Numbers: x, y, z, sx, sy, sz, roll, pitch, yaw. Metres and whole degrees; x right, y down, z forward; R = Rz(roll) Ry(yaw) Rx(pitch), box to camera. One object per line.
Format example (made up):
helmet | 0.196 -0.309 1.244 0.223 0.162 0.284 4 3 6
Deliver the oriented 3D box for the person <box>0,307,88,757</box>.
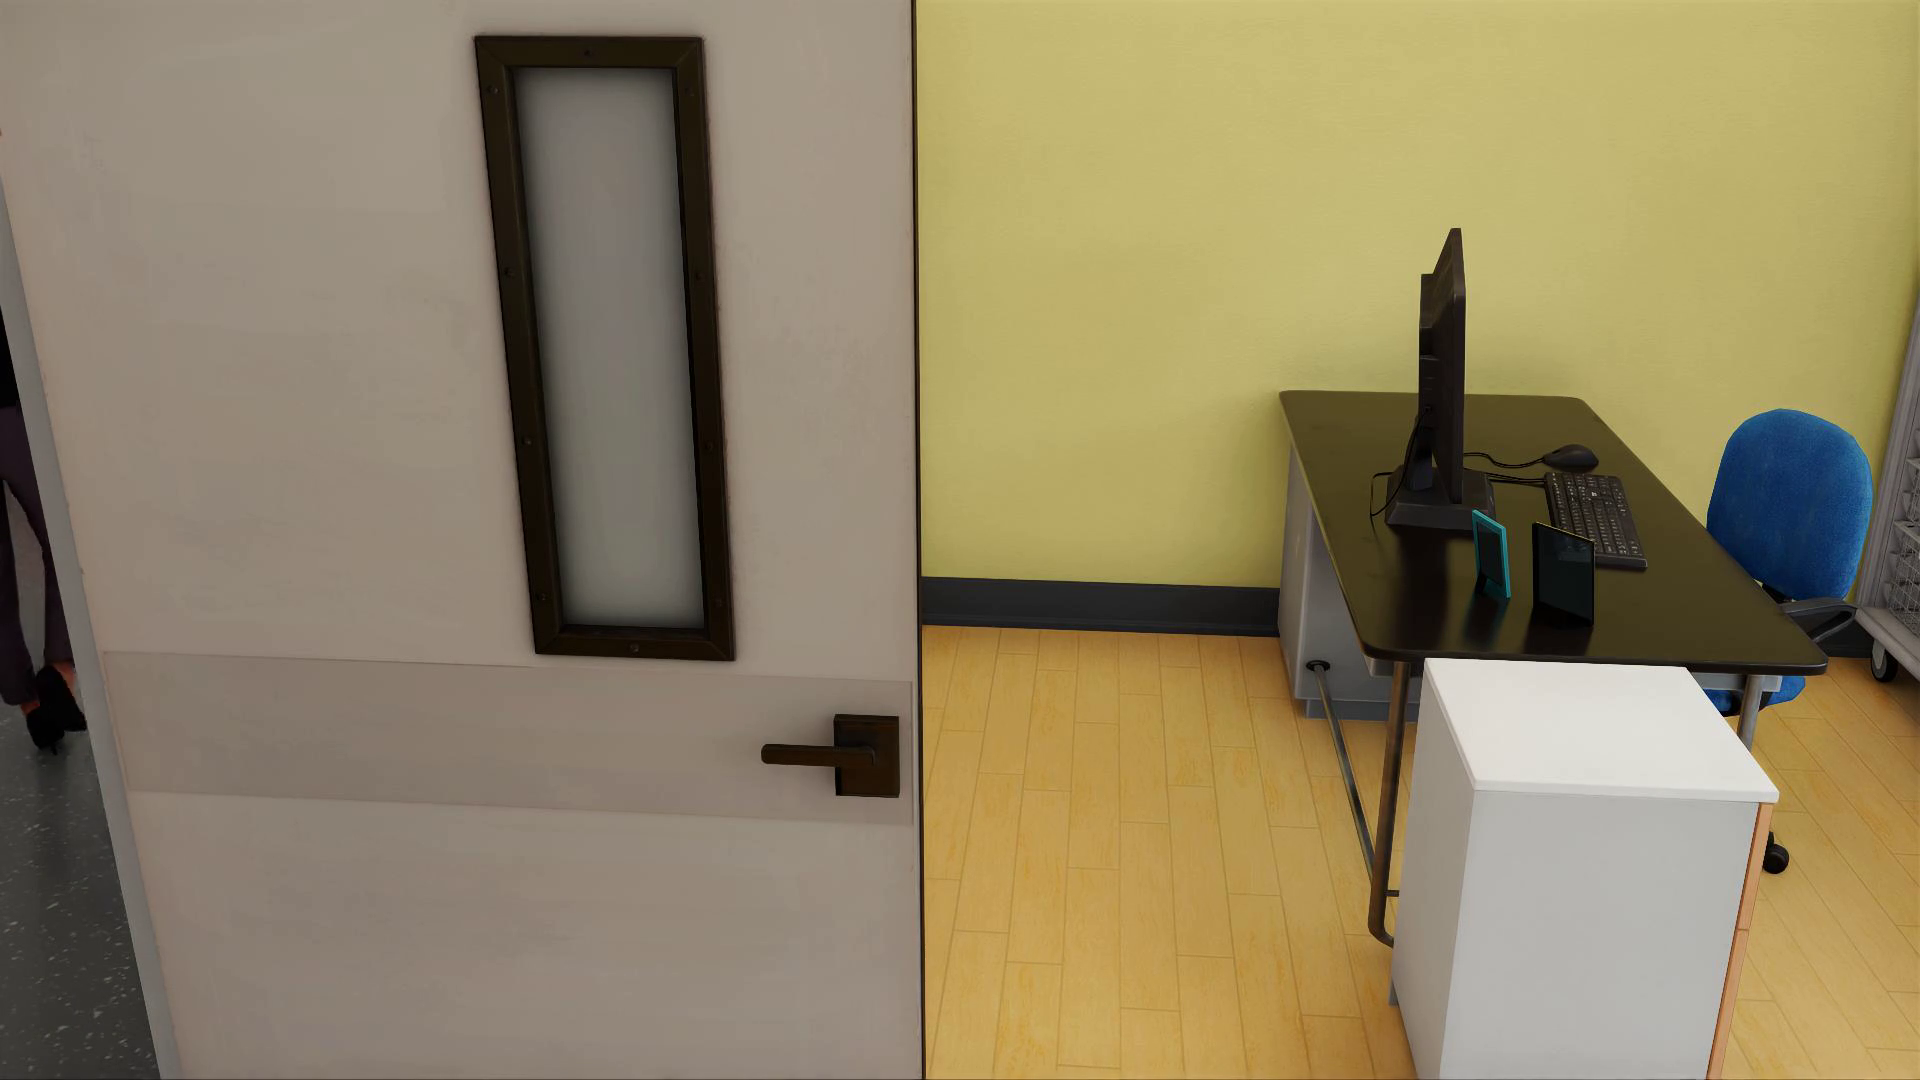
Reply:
person | -2.517 -0.168 4.320 0.737 1.663 0.775 -9 22 -22
